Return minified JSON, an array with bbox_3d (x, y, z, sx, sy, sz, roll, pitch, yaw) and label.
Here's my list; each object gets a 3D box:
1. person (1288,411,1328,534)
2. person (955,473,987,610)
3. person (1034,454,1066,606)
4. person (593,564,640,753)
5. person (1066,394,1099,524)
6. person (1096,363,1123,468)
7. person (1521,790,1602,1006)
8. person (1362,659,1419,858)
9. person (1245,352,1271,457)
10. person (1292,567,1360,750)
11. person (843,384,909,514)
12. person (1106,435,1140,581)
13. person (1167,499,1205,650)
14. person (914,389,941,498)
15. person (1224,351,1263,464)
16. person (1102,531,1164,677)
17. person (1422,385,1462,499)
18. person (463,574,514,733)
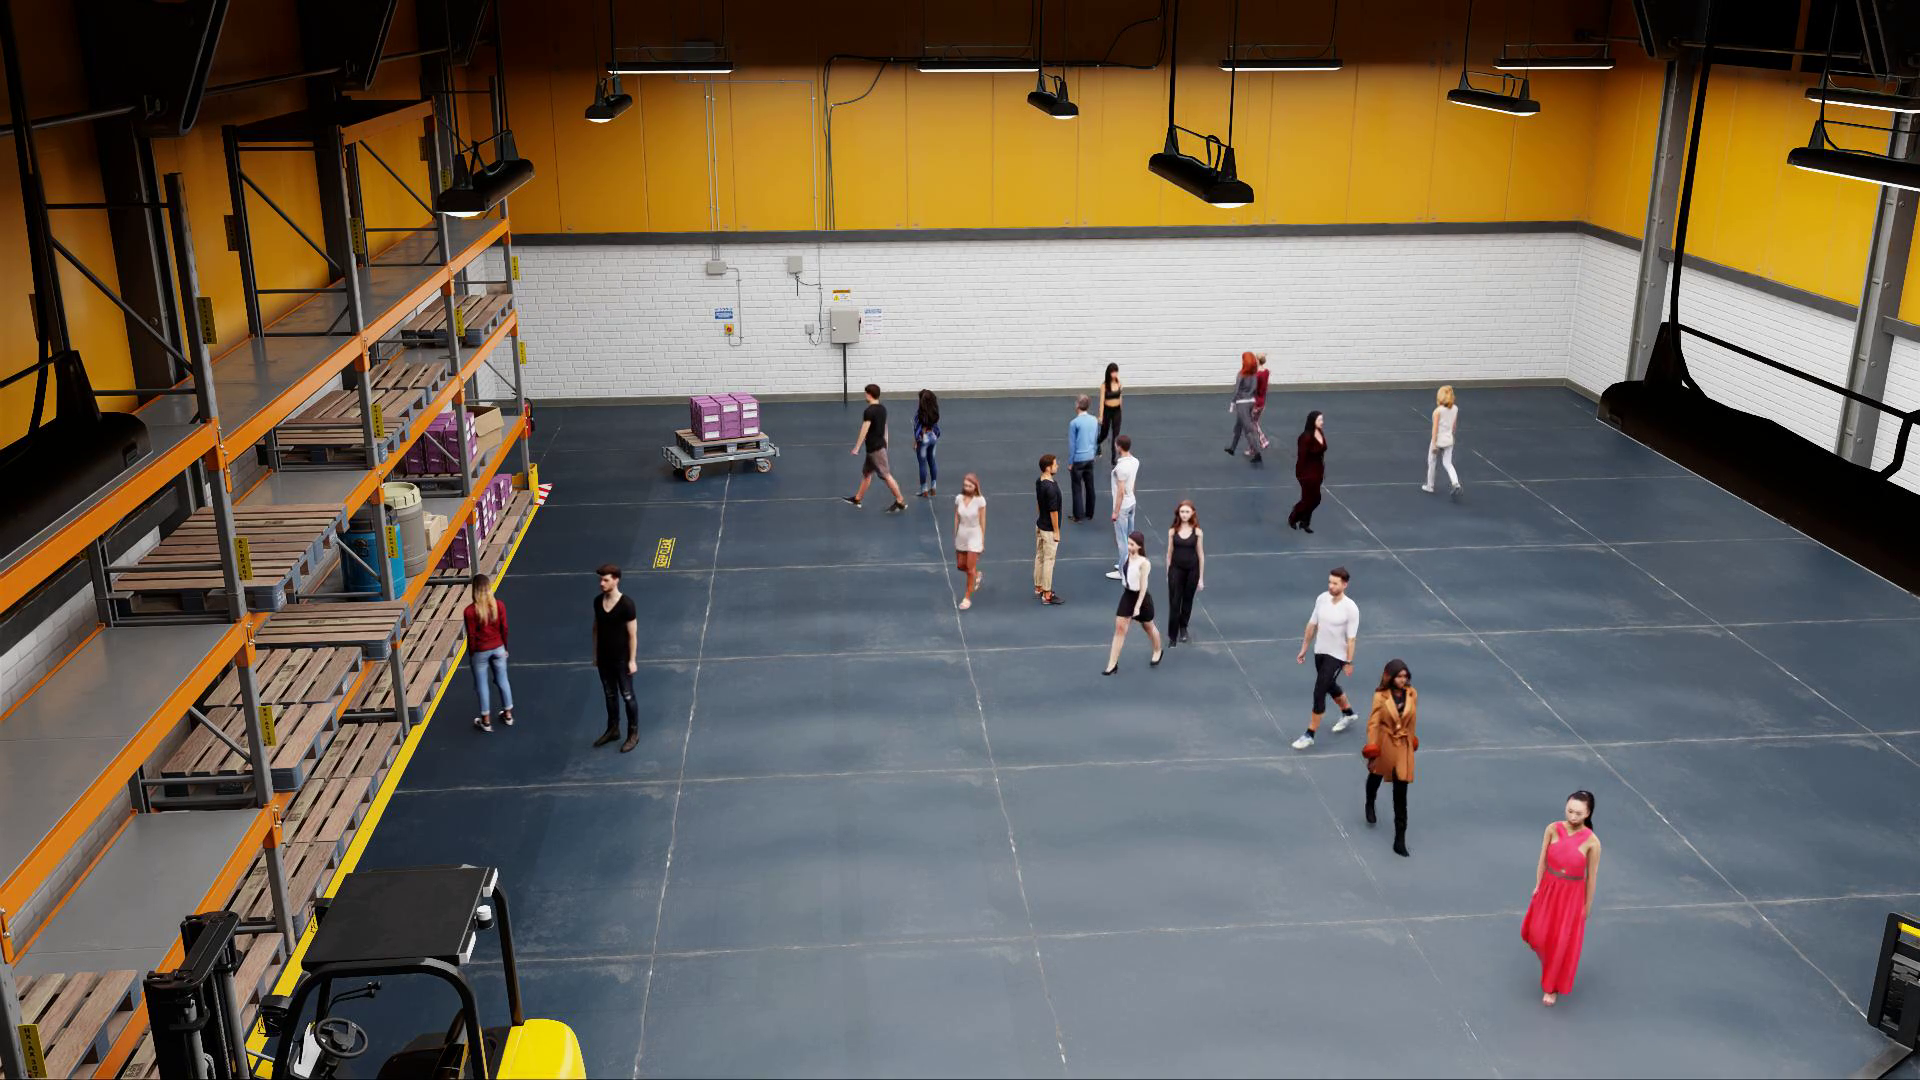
[{"bbox_3d":[4.681,-0.928,22.657,0.880,1.747,0.812,13,22,33],"label":"person"},{"bbox_3d":[0.161,-0.022,20.076,0.828,1.677,0.966,9,21,25],"label":"person"},{"bbox_3d":[1.058,-0.148,20.163,0.739,1.859,0.545,-6,20,-18],"label":"person"},{"bbox_3d":[-3.372,1.130,16.311,0.761,1.897,0.764,9,21,25],"label":"person"},{"bbox_3d":[1.709,-1.151,23.209,0.742,1.817,0.741,-13,22,-33],"label":"person"},{"bbox_3d":[2.318,-1.970,25.944,0.737,1.623,1.052,-7,20,-20],"label":"person"},{"bbox_3d":[4.462,2.599,12.235,0.832,1.714,0.893,15,24,37],"label":"person"},{"bbox_3d":[3.723,1.839,14.571,0.712,1.664,1.186,-1,19,-3],"label":"person"},{"bbox_3d":[4.753,-2.136,26.329,0.841,1.693,0.772,12,22,33],"label":"person"},{"bbox_3d":[3.718,1.120,16.456,1.117,1.823,1.240,-12,22,-32],"label":"person"},{"bbox_3d":[-1.100,-1.260,23.545,1.045,1.809,1.272,5,19,15],"label":"person"},{"bbox_3d":[2.081,-0.425,20.994,0.790,1.855,0.677,10,21,27],"label":"person"},{"bbox_3d":[2.564,0.347,18.919,0.706,1.716,1.018,2,19,6],"label":"person"},{"bbox_3d":[-0.497,-1.435,24.367,0.695,1.617,0.725,-15,24,-38],"label":"person"},{"bbox_3d":[4.504,-2.034,25.962,0.994,1.733,1.209,-14,23,-35],"label":"person"},{"bbox_3d":[1.988,0.698,18.064,1.039,1.596,1.101,-15,24,-37],"label":"person"},{"bbox_3d":[7.095,-1.418,24.271,0.745,1.646,1.068,-6,20,-18],"label":"person"},{"bbox_3d":[-4.759,1.121,16.752,0.668,1.632,0.701,-16,25,-40],"label":"person"}]
